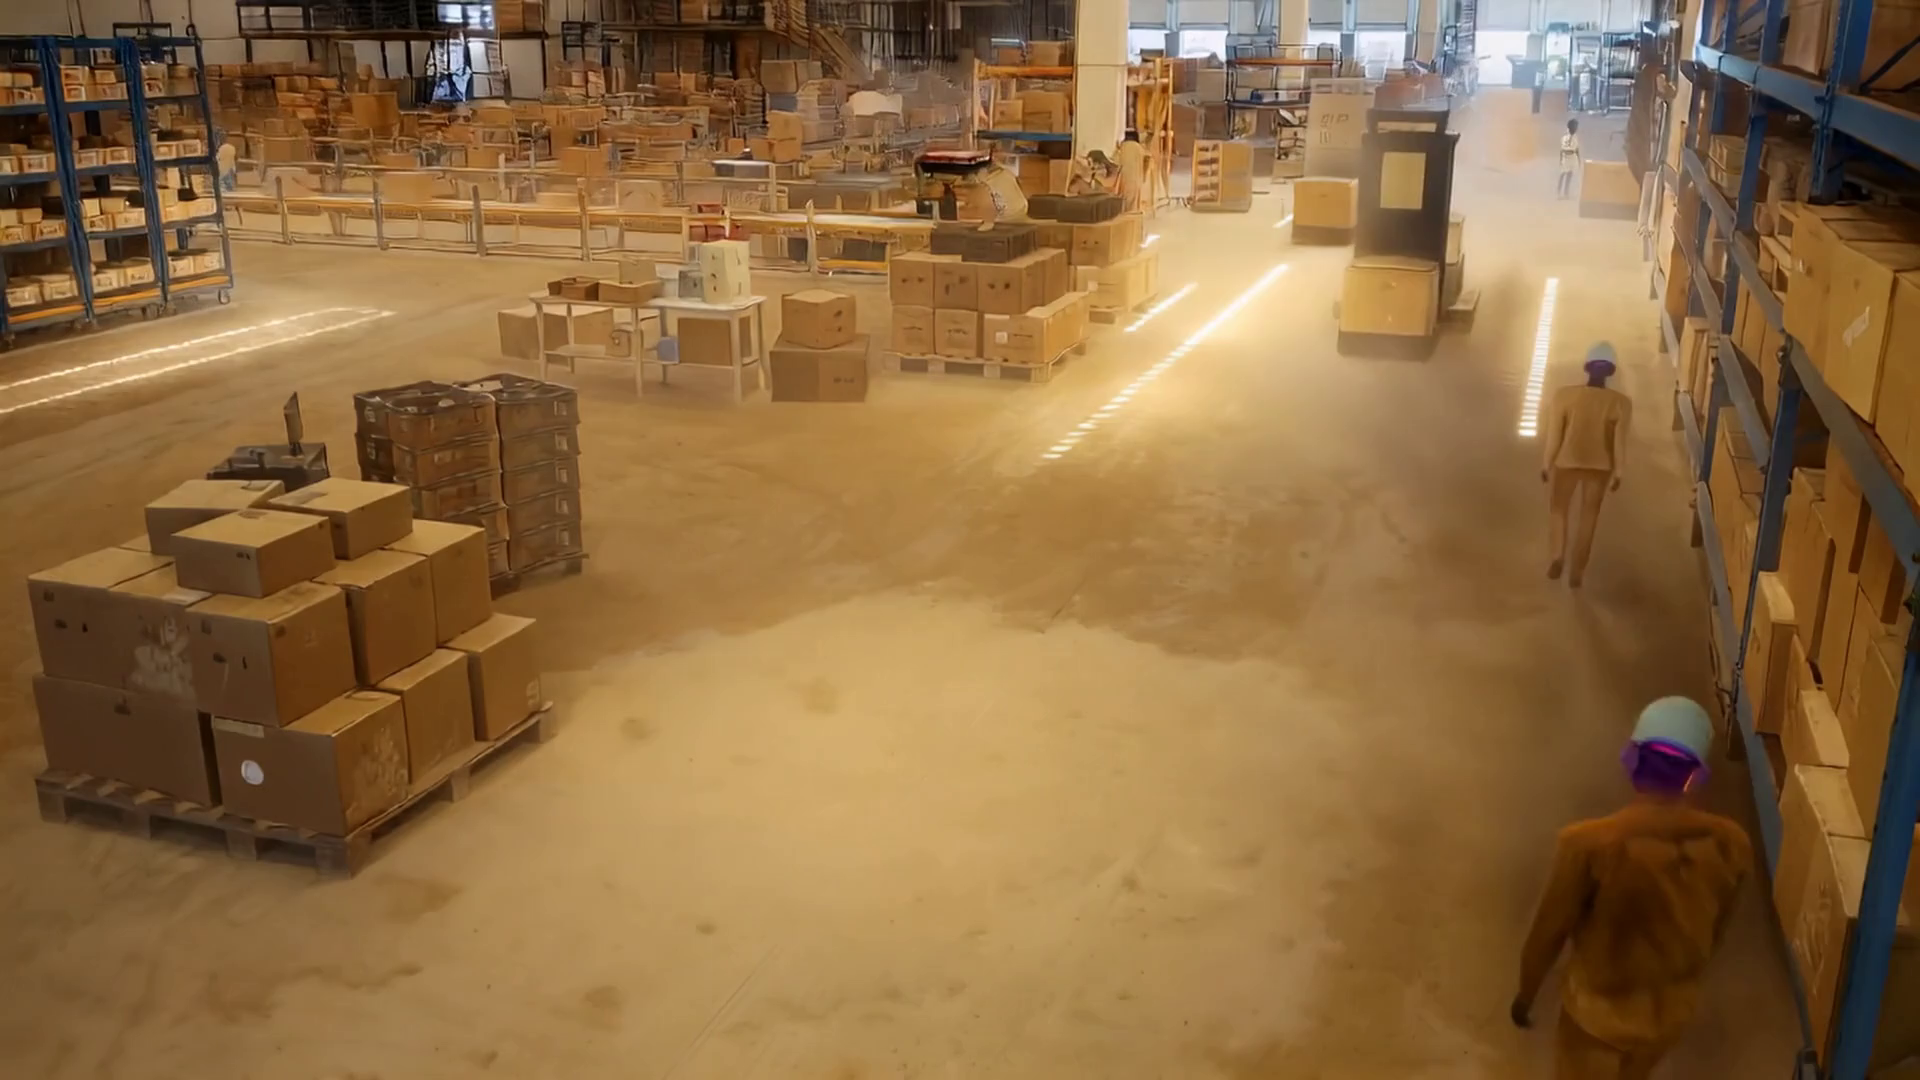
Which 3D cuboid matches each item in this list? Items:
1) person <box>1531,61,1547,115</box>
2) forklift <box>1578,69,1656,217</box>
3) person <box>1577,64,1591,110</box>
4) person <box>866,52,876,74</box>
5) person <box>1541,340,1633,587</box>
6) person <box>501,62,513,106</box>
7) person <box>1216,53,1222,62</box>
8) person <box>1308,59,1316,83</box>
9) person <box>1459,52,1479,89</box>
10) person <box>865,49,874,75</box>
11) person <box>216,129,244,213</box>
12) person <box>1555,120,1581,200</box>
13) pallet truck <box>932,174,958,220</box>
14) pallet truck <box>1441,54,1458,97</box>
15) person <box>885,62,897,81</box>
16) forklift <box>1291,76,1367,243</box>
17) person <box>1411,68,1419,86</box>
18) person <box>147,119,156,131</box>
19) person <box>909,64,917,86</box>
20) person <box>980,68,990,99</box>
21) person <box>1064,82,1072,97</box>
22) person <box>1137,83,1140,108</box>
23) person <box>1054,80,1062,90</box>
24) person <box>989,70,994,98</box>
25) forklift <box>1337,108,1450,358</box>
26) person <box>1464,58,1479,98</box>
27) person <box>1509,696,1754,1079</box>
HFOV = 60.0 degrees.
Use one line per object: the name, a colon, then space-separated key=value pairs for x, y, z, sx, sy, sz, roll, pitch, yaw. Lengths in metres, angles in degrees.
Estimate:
person: x=22.695 y=-17.685 z=65.086 sx=0.539 sy=2.000 sz=0.689 roll=1 pitch=18 yaw=3
forklift: x=13.219 y=-7.740 z=32.475 sx=1.873 sy=2.768 sz=1.129 roll=6 pitch=19 yaw=18
person: x=24.802 y=-17.954 z=66.189 sx=0.573 sy=1.883 sz=0.355 roll=-14 pitch=23 yaw=-38
person: x=-5.287 y=-28.027 z=97.780 sx=0.650 sy=1.910 sz=0.923 roll=-8 pitch=19 yaw=-23
person: x=4.373 y=-0.531 z=11.643 sx=0.558 sy=1.751 sz=0.360 roll=7 pitch=19 yaw=20
person: x=-19.435 y=-19.523 z=71.183 sx=0.342 sy=1.842 sz=0.506 roll=11 pitch=21 yaw=30
person: x=12.782 y=-23.220 z=82.665 sx=0.415 sy=1.921 sz=0.557 roll=-6 pitch=19 yaw=-19
person: x=19.756 y=-26.632 z=93.269 sx=0.372 sy=1.997 sz=0.611 roll=6 pitch=19 yaw=19
person: x=26.641 y=-24.542 z=86.901 sx=0.974 sy=1.879 sz=0.577 roll=11 pitch=21 yaw=31
person: x=-5.217 y=-27.327 z=95.693 sx=0.851 sy=1.855 sz=0.577 roll=1 pitch=18 yaw=2
person: x=-14.021 y=-6.974 z=31.875 sx=0.327 sy=1.769 sz=0.525 roll=4 pitch=18 yaw=12
person: x=13.067 y=-8.148 z=35.679 sx=0.540 sy=1.695 sz=0.317 roll=-9 pitch=20 yaw=-26
pallet truck: x=-0.507 y=-5.292 z=27.348 sx=0.653 sy=1.274 sz=1.630 roll=6 pitch=19 yaw=19
pallet truck: x=22.765 y=-21.886 z=78.355 sx=0.823 sy=1.965 sz=1.885 roll=-4 pitch=18 yaw=-14
person: x=-2.887 y=-18.761 z=68.660 sx=0.606 sy=1.928 sz=0.971 roll=-9 pitch=20 yaw=-26
forklift: x=6.598 y=-6.755 z=29.381 sx=1.129 sy=2.768 sz=1.873 roll=6 pitch=19 yaw=19
person: x=17.293 y=-16.970 z=63.158 sx=0.794 sy=1.849 sz=0.529 roll=-5 pitch=18 yaw=-14
person: x=-23.986 y=-12.528 z=48.917 sx=0.681 sy=2.023 sz=0.621 roll=-13 pitch=22 yaw=-35
person: x=-1.832 y=-18.140 z=66.771 sx=0.853 sy=1.890 sz=0.598 roll=2 pitch=18 yaw=5
person: x=0.924 y=-16.837 z=62.621 sx=0.579 sy=1.917 sz=0.560 roll=14 pitch=23 yaw=38
person: x=3.334 y=-13.331 z=51.791 sx=0.609 sy=1.808 sz=0.729 roll=7 pitch=19 yaw=21
person: x=6.062 y=-14.660 z=56.316 sx=0.501 sy=1.586 sz=0.859 roll=6 pitch=19 yaw=18
person: x=4.457 y=-21.097 z=76.128 sx=0.801 sy=1.841 sz=0.531 roll=-2 pitch=18 yaw=-5
person: x=1.248 y=-17.317 z=64.377 sx=0.327 sy=1.767 sz=0.533 roll=-2 pitch=18 yaw=-7
forklift: x=5.225 y=-3.705 z=19.796 sx=1.129 sy=2.768 sz=1.873 roll=6 pitch=19 yaw=19
person: x=23.902 y=-21.604 z=77.746 sx=0.643 sy=1.827 sz=0.503 roll=4 pitch=18 yaw=13
person: x=2.074 y=1.428 z=5.189 sx=0.609 sy=1.941 sz=0.710 roll=-3 pitch=18 yaw=-10
